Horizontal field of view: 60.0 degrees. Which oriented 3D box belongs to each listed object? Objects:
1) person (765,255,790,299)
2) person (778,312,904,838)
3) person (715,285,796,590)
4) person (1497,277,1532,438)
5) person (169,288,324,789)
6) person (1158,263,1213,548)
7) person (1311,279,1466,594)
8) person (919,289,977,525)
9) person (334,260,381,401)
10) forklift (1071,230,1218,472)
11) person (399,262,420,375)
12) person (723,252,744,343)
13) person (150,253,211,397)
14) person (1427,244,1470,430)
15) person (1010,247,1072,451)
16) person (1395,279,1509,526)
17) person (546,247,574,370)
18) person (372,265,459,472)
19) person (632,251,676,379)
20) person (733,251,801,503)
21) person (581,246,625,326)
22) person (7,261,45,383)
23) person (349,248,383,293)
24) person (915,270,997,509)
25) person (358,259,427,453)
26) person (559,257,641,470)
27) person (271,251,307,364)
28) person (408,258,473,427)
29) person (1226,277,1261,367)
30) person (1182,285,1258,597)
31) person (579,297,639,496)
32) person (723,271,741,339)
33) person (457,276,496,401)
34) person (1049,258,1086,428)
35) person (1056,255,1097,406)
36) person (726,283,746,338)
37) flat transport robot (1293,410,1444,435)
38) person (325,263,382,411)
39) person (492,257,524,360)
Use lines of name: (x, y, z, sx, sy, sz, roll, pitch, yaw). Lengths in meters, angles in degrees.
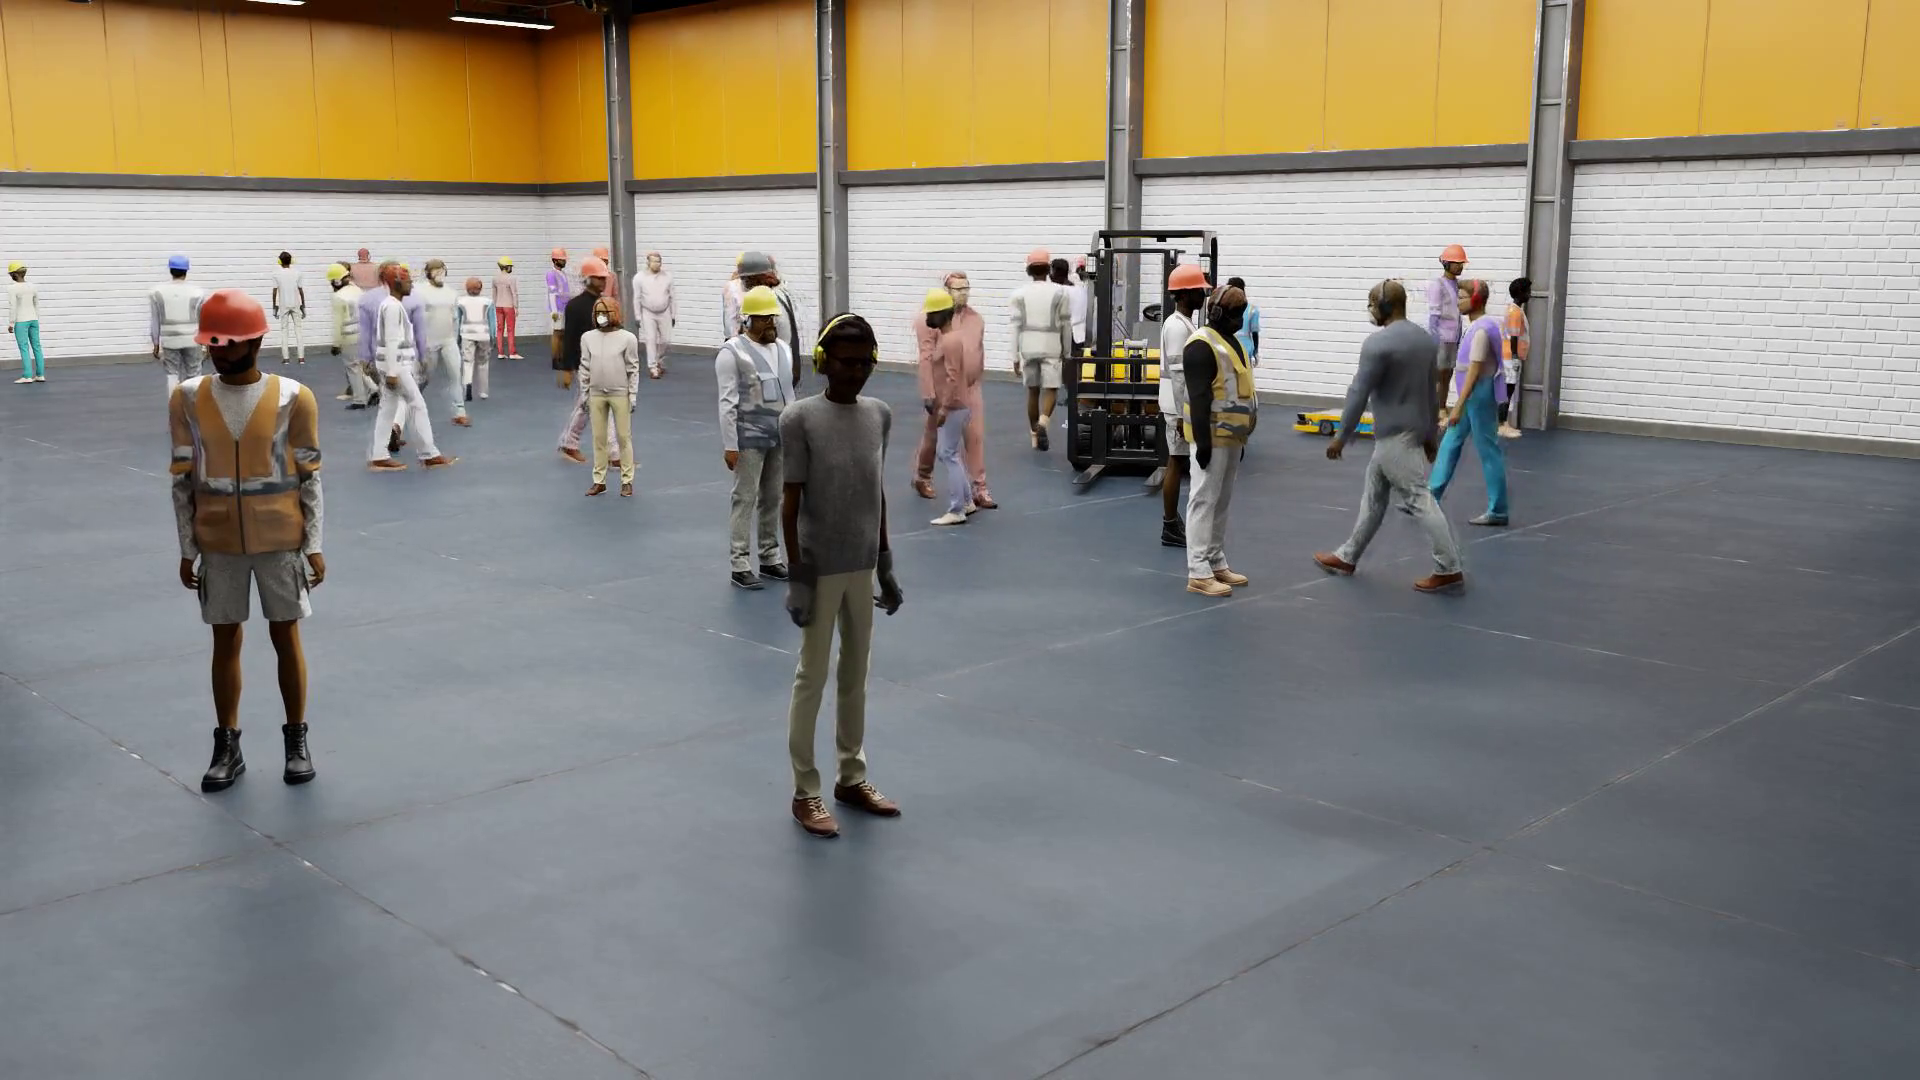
person: (-2.424, -2.658, 21.066, 0.573, 1.883, 0.353, -3, 11, -14)
person: (-0.419, 0.116, 5.999, 0.520, 1.865, 0.332, -10, 14, -42)
person: (-1.206, -0.625, 10.119, 0.403, 1.830, 0.600, 8, 13, 37)
person: (5.852, -1.923, 17.586, 0.317, 1.693, 0.535, 3, 11, 18)
person: (-2.742, 0.004, 6.425, 0.542, 1.931, 0.376, -2, 11, -13)
person: (1.544, -0.922, 11.441, 0.352, 1.942, 0.545, 2, 11, 9)
person: (2.647, -0.629, 10.073, 1.064, 1.881, 0.647, 9, 14, 41)
person: (-0.082, -0.961, 12.247, 0.456, 1.755, 0.566, -1, 10, -6)
person: (-7.726, -2.679, 21.367, 0.670, 1.827, 0.518, 0, 10, 0)
forklift: (1.804, -1.825, 15.677, 1.214, 2.155, 2.313, 2, 11, 13)
person: (-7.970, -3.096, 23.841, 0.487, 1.744, 0.296, -3, 11, -16)
person: (-2.611, -2.549, 20.360, 0.591, 1.923, 0.382, -5, 11, -24)
person: (-8.625, -2.207, 18.472, 0.634, 1.927, 0.436, -3, 11, -16)
person: (5.367, -2.219, 18.287, 0.607, 2.034, 0.423, -10, 14, -43)
person: (0.775, -1.849, 16.279, 0.611, 2.024, 0.794, 2, 11, 13)
person: (3.660, -0.998, 12.208, 0.894, 1.804, 0.592, 2, 11, 10)
person: (-6.353, -3.677, 26.477, 0.359, 1.936, 0.552, 1, 10, 8)
person: (-4.978, -1.546, 15.082, 0.868, 1.849, 0.612, -4, 11, -22)
person: (-4.574, -3.372, 24.945, 0.656, 1.898, 0.573, -4, 11, -23)
person: (-1.543, -1.294, 13.202, 0.543, 2.000, 0.713, 1, 10, 7)
person: (-5.199, -3.311, 24.367, 0.684, 1.966, 0.637, 9, 14, 41)
person: (-13.535, -3.142, 24.044, 0.320, 1.763, 0.522, 3, 11, 15)
person: (-10.630, -4.274, 29.837, 0.639, 1.902, 0.407, -4, 11, -19)
person: (-0.068, -1.205, 13.236, 0.649, 1.868, 0.993, -6, 12, -30)
person: (-5.587, -1.805, 16.376, 0.635, 1.915, 0.864, -1, 10, -3)
person: (-3.381, -1.624, 15.287, 1.055, 1.944, 0.631, 6, 12, 28)
person: (-11.163, -3.861, 27.688, 0.519, 1.864, 0.332, -5, 12, -25)
person: (-5.922, -2.225, 18.706, 0.992, 1.901, 0.617, 8, 13, 38)
person: (3.004, -2.059, 18.367, 0.557, 1.660, 0.794, 0, 10, -1)
person: (1.559, -0.596, 9.959, 0.430, 1.838, 0.619, 6, 12, 28)
person: (-2.875, -1.170, 13.633, 0.500, 1.633, 0.279, 1, 10, 8)
person: (-3.147, -3.042, 23.843, 0.497, 1.633, 0.287, -2, 11, -13)
person: (-6.256, -2.592, 21.452, 0.523, 1.616, 0.720, -2, 11, -11)
person: (1.221, -2.166, 18.398, 0.505, 1.886, 0.614, 4, 11, 21)
person: (1.674, -2.610, 20.802, 0.802, 1.895, 0.562, 5, 11, 24)
person: (-2.450, -2.377, 19.746, 0.625, 1.806, 0.858, -1, 10, -8)
flat transport robot: (4.355, -1.245, 17.763, 1.431, 0.197, 0.652, 9, 14, 40)
person: (-7.382, -2.435, 20.109, 0.479, 1.798, 0.623, 1, 10, 7)
person: (-7.813, -3.989, 28.653, 0.526, 1.765, 0.329, 5, 12, 27)
